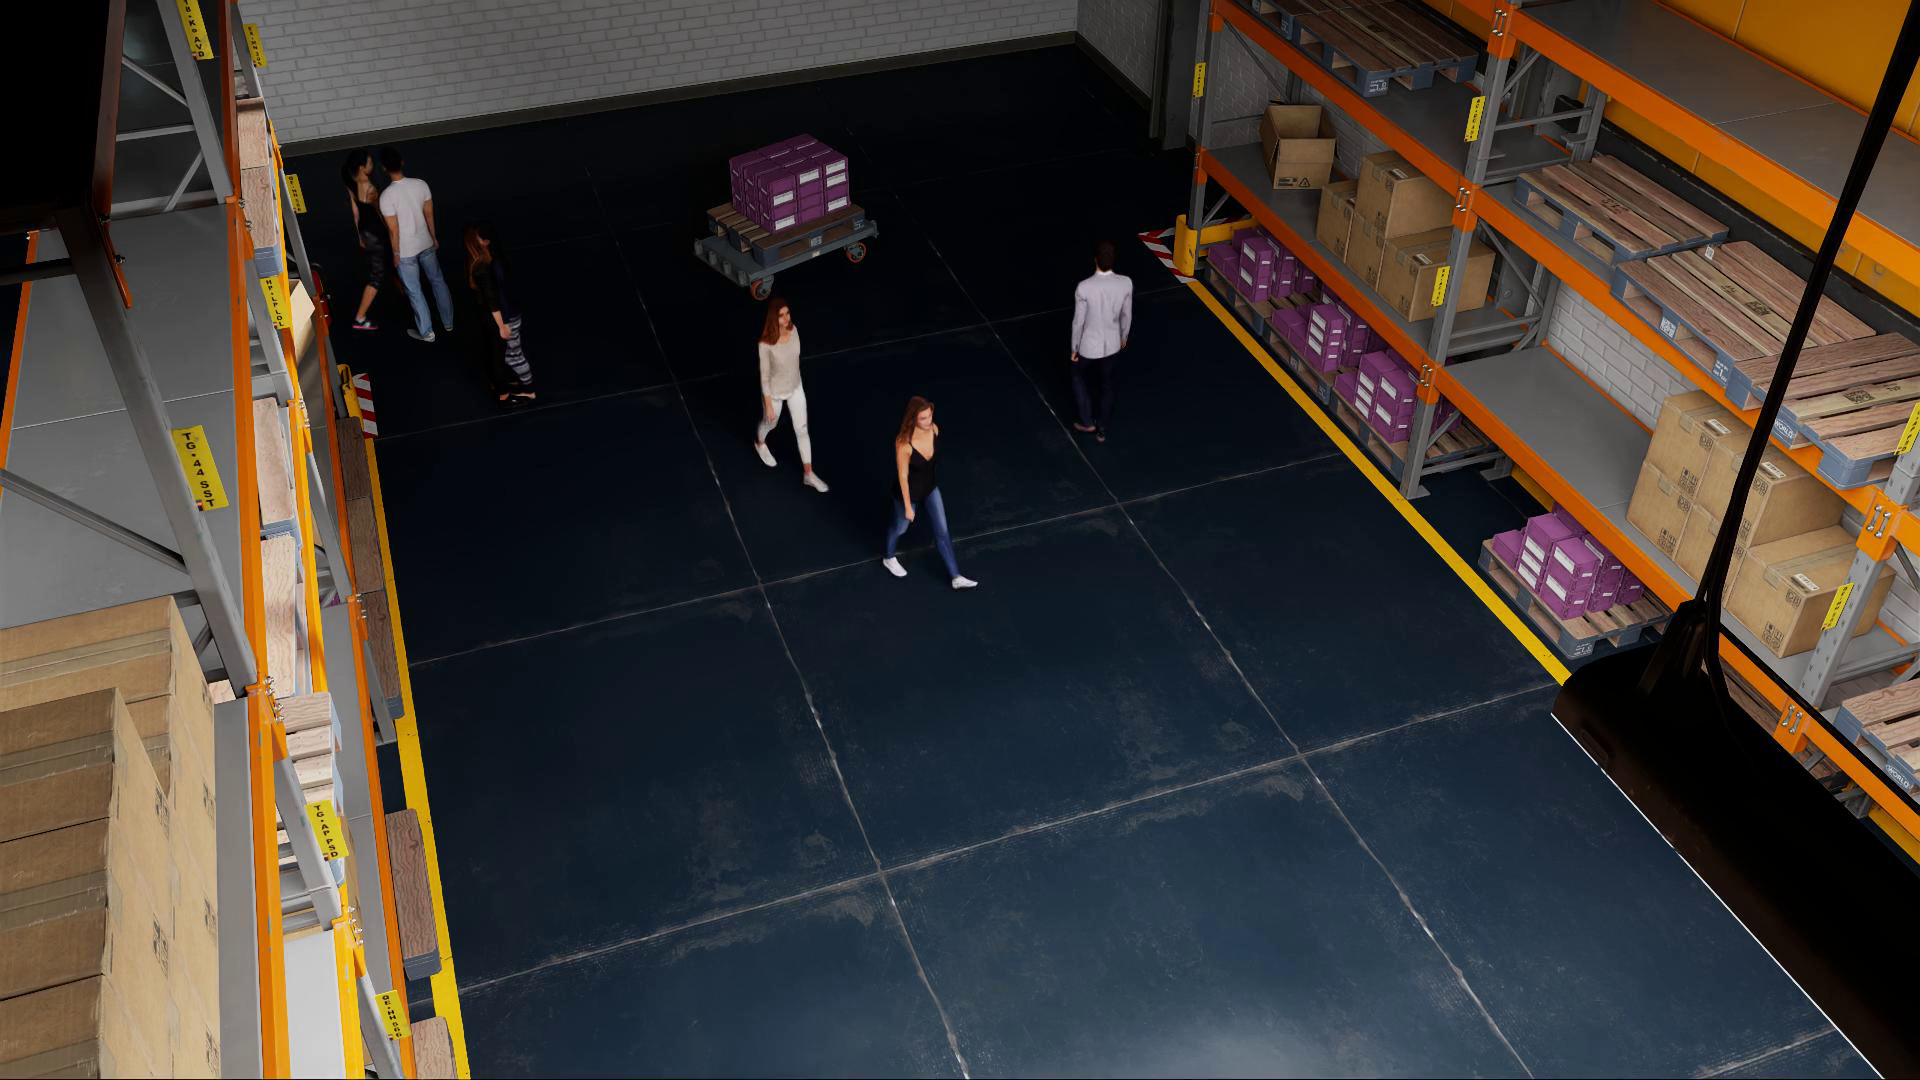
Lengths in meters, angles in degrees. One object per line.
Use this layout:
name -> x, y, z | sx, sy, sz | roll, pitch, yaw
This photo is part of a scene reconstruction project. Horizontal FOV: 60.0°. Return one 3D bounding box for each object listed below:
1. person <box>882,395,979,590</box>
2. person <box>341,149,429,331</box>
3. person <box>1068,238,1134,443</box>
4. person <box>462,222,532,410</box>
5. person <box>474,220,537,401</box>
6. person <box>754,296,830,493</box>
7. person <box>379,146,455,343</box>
person -> -0.383, -0.378, 12.294 | 1.134, 1.672, 0.875 | 32, 48, 33
person -> -5.404, -2.702, 15.185 | 1.091, 1.696, 0.958 | 29, 47, 31
person -> 1.161, -1.573, 13.659 | 0.710, 1.836, 0.630 | -10, 40, -12
person -> -4.024, -1.922, 14.194 | 0.695, 1.712, 0.520 | -21, 43, -24
person -> -3.894, -1.965, 14.235 | 0.667, 1.729, 0.452 | -15, 41, -18
person -> -1.488, -1.220, 13.344 | 0.912, 1.677, 1.182 | -31, 48, -33
person -> -4.936, -2.670, 15.012 | 0.755, 1.862, 0.753 | 25, 45, 28
